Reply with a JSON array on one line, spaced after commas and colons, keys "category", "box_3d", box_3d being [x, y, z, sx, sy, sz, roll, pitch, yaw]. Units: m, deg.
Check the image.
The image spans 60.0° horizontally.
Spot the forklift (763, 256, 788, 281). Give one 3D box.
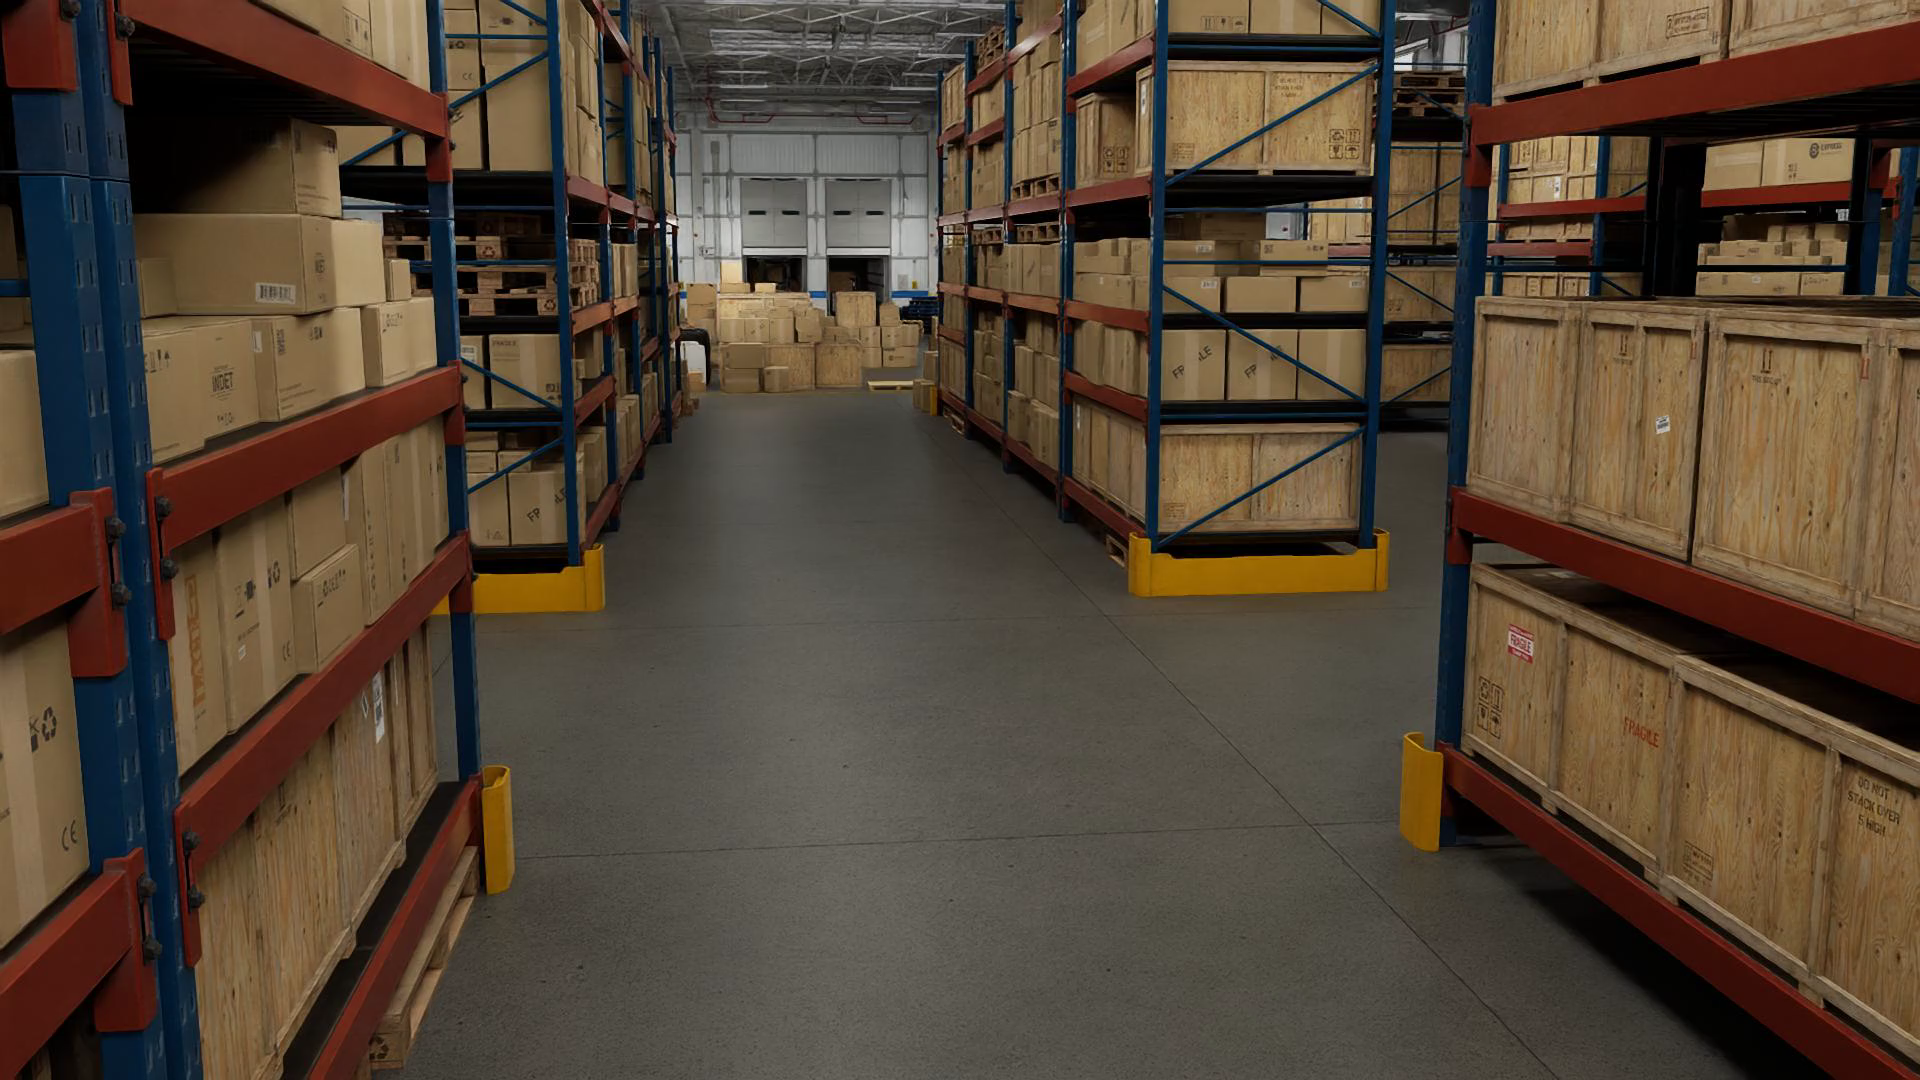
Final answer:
[{"category": "forklift", "box_3d": [-6.675, -8.875, 60.234, 1.129, 2.768, 1.873, 0, 10, -3]}]

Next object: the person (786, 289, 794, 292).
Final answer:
[{"category": "person", "box_3d": [-4.814, -6.171, 47.257, 0.434, 1.928, 0.652, 1, 10, 6]}]

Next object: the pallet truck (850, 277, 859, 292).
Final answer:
[{"category": "pallet truck", "box_3d": [-3.782, -9.391, 65.808, 1.885, 1.965, 0.823, 2, 10, 10]}]
